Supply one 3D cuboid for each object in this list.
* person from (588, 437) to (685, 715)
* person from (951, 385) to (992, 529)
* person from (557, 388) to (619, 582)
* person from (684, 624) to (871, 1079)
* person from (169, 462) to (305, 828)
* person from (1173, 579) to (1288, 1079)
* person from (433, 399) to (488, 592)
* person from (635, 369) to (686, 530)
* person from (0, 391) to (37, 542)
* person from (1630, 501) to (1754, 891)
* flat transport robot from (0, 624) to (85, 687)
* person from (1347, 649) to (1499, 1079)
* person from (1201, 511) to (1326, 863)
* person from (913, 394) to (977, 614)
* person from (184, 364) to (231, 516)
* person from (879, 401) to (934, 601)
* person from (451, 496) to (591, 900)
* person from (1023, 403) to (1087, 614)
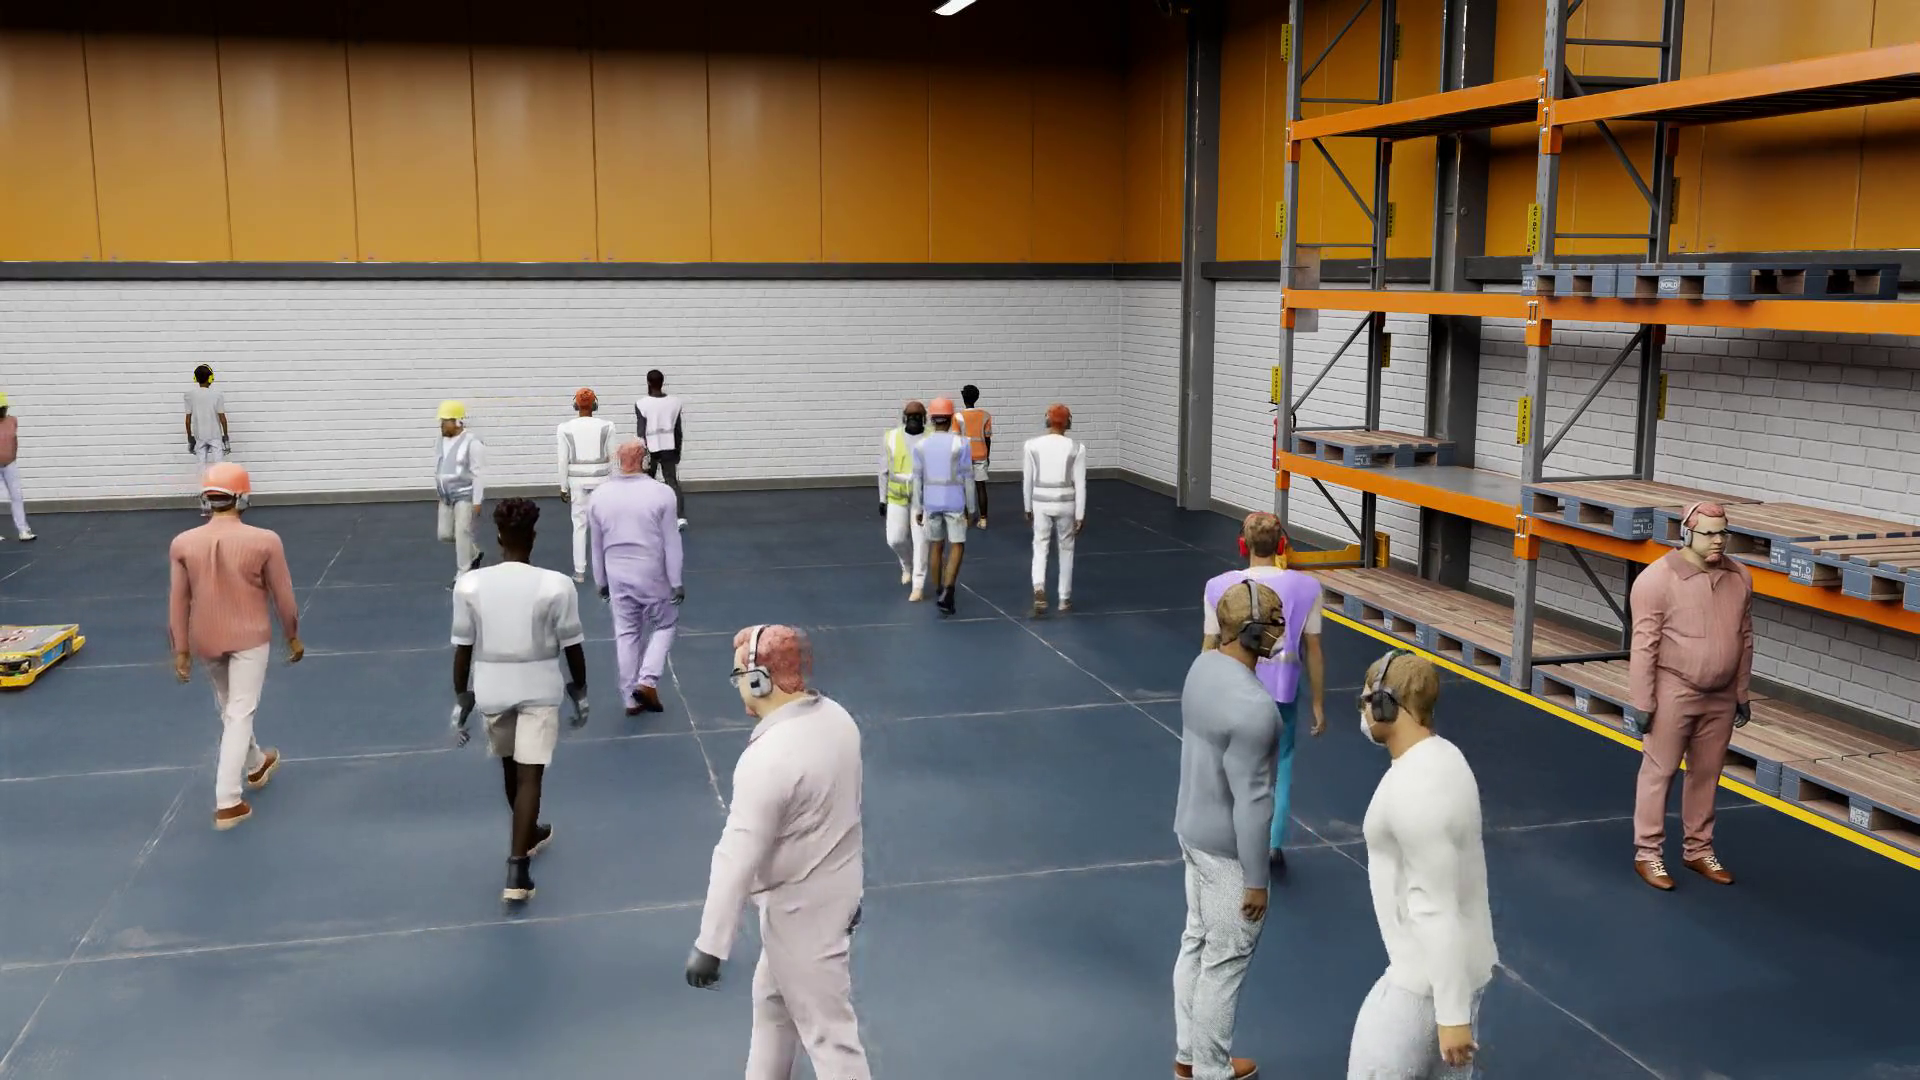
[{"bbox_3d":[-2.154,0.251,11.206,0.672,1.892,0.419,2,9,14],"label":"person"},{"bbox_3d":[0.121,-0.958,19.370,0.540,1.695,0.317,-4,10,-23],"label":"person"},{"bbox_3d":[-3.594,-0.529,16.119,0.576,1.882,0.355,-2,9,-14],"label":"person"},{"bbox_3d":[-0.605,1.199,5.365,0.854,1.859,0.680,2,9,15],"label":"person"},{"bbox_3d":[-3.987,0.537,9.247,0.612,1.940,1.020,0,9,2],"label":"person"},{"bbox_3d":[0.953,1.089,5.893,0.373,1.932,0.623,-2,9,-10],"label":"person"},{"bbox_3d":[-4.702,-0.433,15.733,0.596,1.817,0.534,5,10,29],"label":"person"},{"bbox_3d":[-3.489,-1.056,19.434,0.604,1.881,0.974,-6,11,-35],"label":"person"},{"bbox_3d":[-10.605,-0.805,18.397,0.914,1.690,0.534,5,10,26],"label":"person"},{"bbox_3d":[3.561,0.751,8.077,0.642,1.903,0.401,-2,9,-15],"label":"person"},{"bbox_3d":[-7.146,0.854,12.495,0.652,0.197,1.431,-2,9,-12],"label":"flat transport robot"},{"bbox_3d":[1.351,1.269,4.875,0.663,1.891,0.640,4,10,25],"label":"person"},{"bbox_3d":[1.485,0.764,8.218,0.615,1.824,0.595,1,9,4],"label":"person"},{"bbox_3d":[-0.145,-0.315,14.706,0.566,1.948,0.577,3,10,20],"label":"person"},{"bbox_3d":[-9.272,-1.230,20.534,0.508,1.872,0.329,-1,9,-6],"label":"person"},{"bbox_3d":[-0.425,-0.377,15.329,0.641,1.829,0.617,2,9,10],"label":"person"},{"bbox_3d":[-2.152,0.739,8.120,0.627,1.916,1.018,1,9,3],"label":"person"},{"bbox_3d":[0.820,-0.269,14.553,0.580,1.862,0.774,2,9,10],"label":"person"}]
